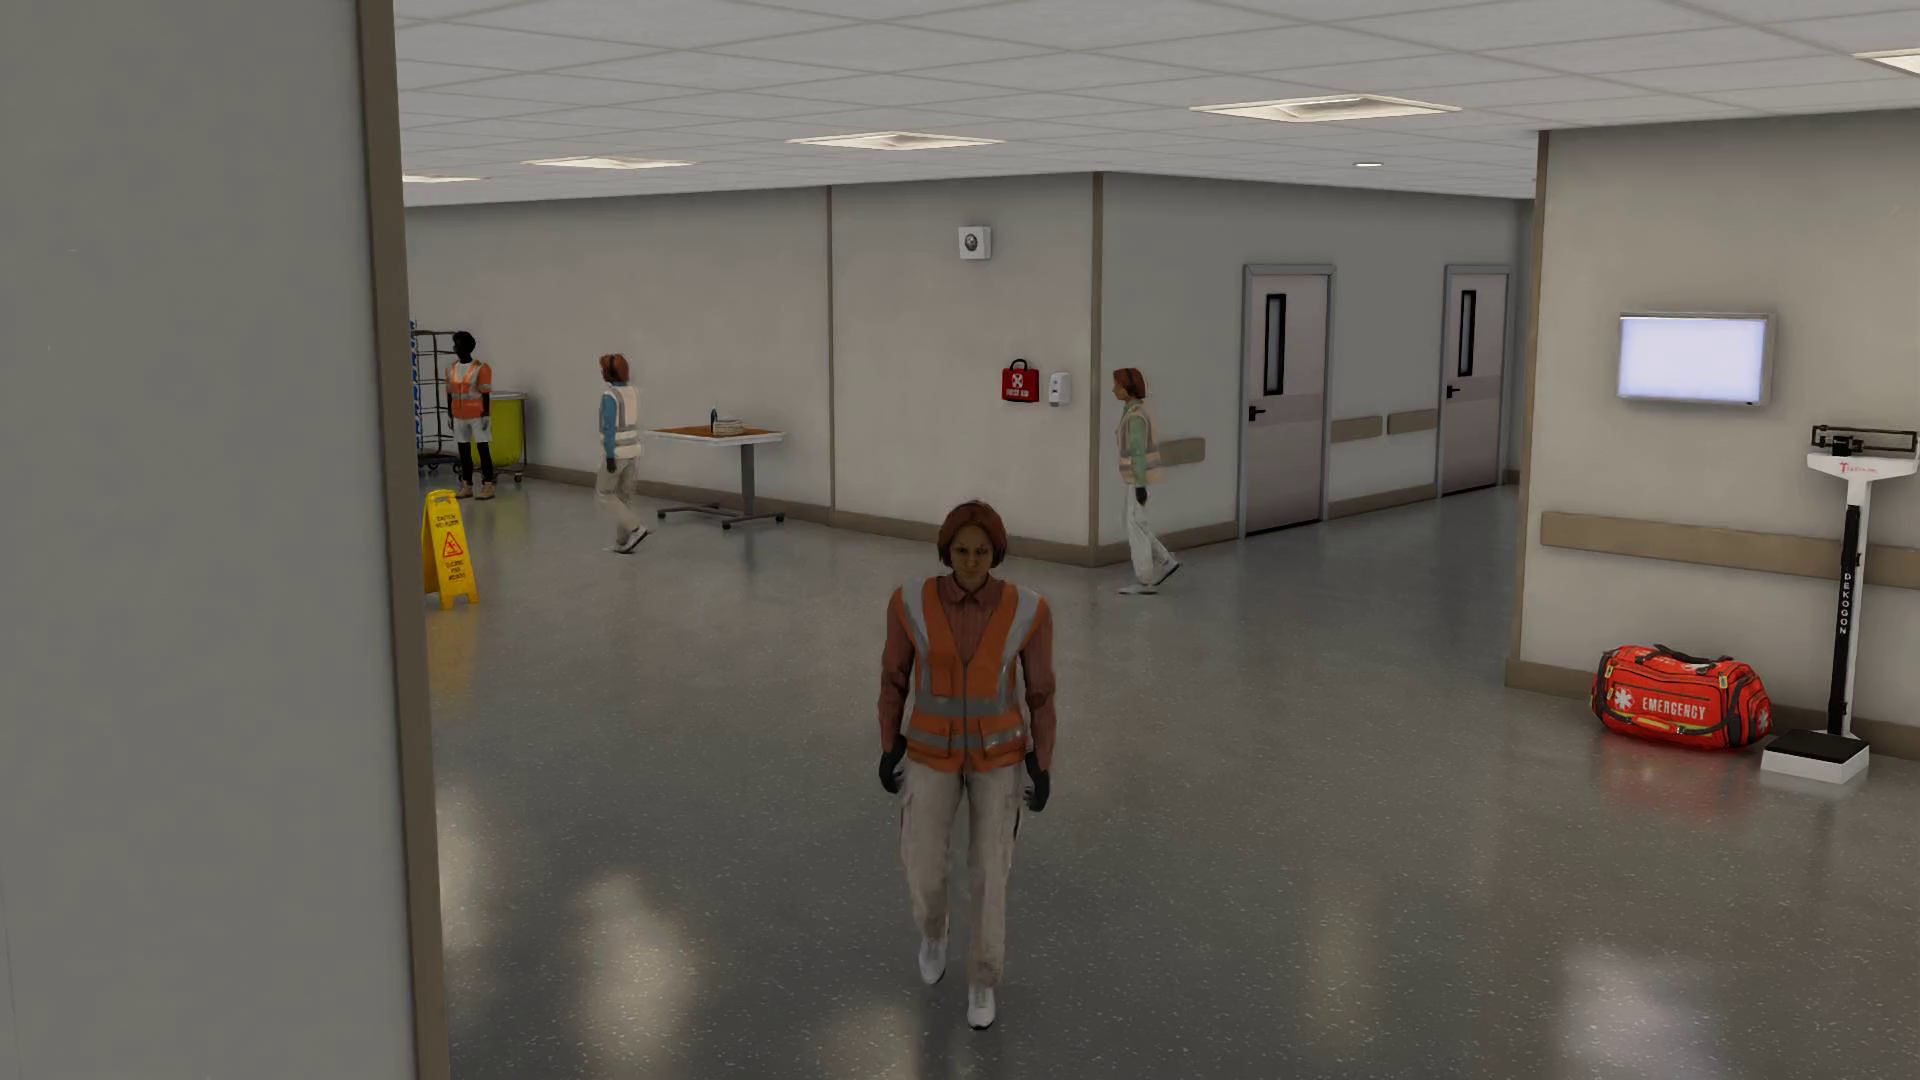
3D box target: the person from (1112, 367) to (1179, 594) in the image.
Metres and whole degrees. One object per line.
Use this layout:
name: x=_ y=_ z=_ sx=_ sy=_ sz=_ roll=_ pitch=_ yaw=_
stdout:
person: x=1.287 y=-0.410 z=11.712 sx=0.457 sy=1.612 sz=0.538 roll=1 pitch=9 yaw=4

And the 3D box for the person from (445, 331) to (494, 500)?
person: x=-4.888 y=-1.237 z=16.571 sx=0.530 sy=1.688 sz=0.324 roll=3 pitch=10 yaw=18

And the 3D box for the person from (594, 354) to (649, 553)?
person: x=-2.720 y=-0.679 z=13.335 sx=0.395 sy=1.627 sz=0.523 roll=3 pitch=10 yaw=15

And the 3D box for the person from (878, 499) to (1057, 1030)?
person: x=0.020 y=0.670 z=5.058 sx=0.542 sy=1.620 sz=0.397 roll=0 pitch=9 yaw=1
